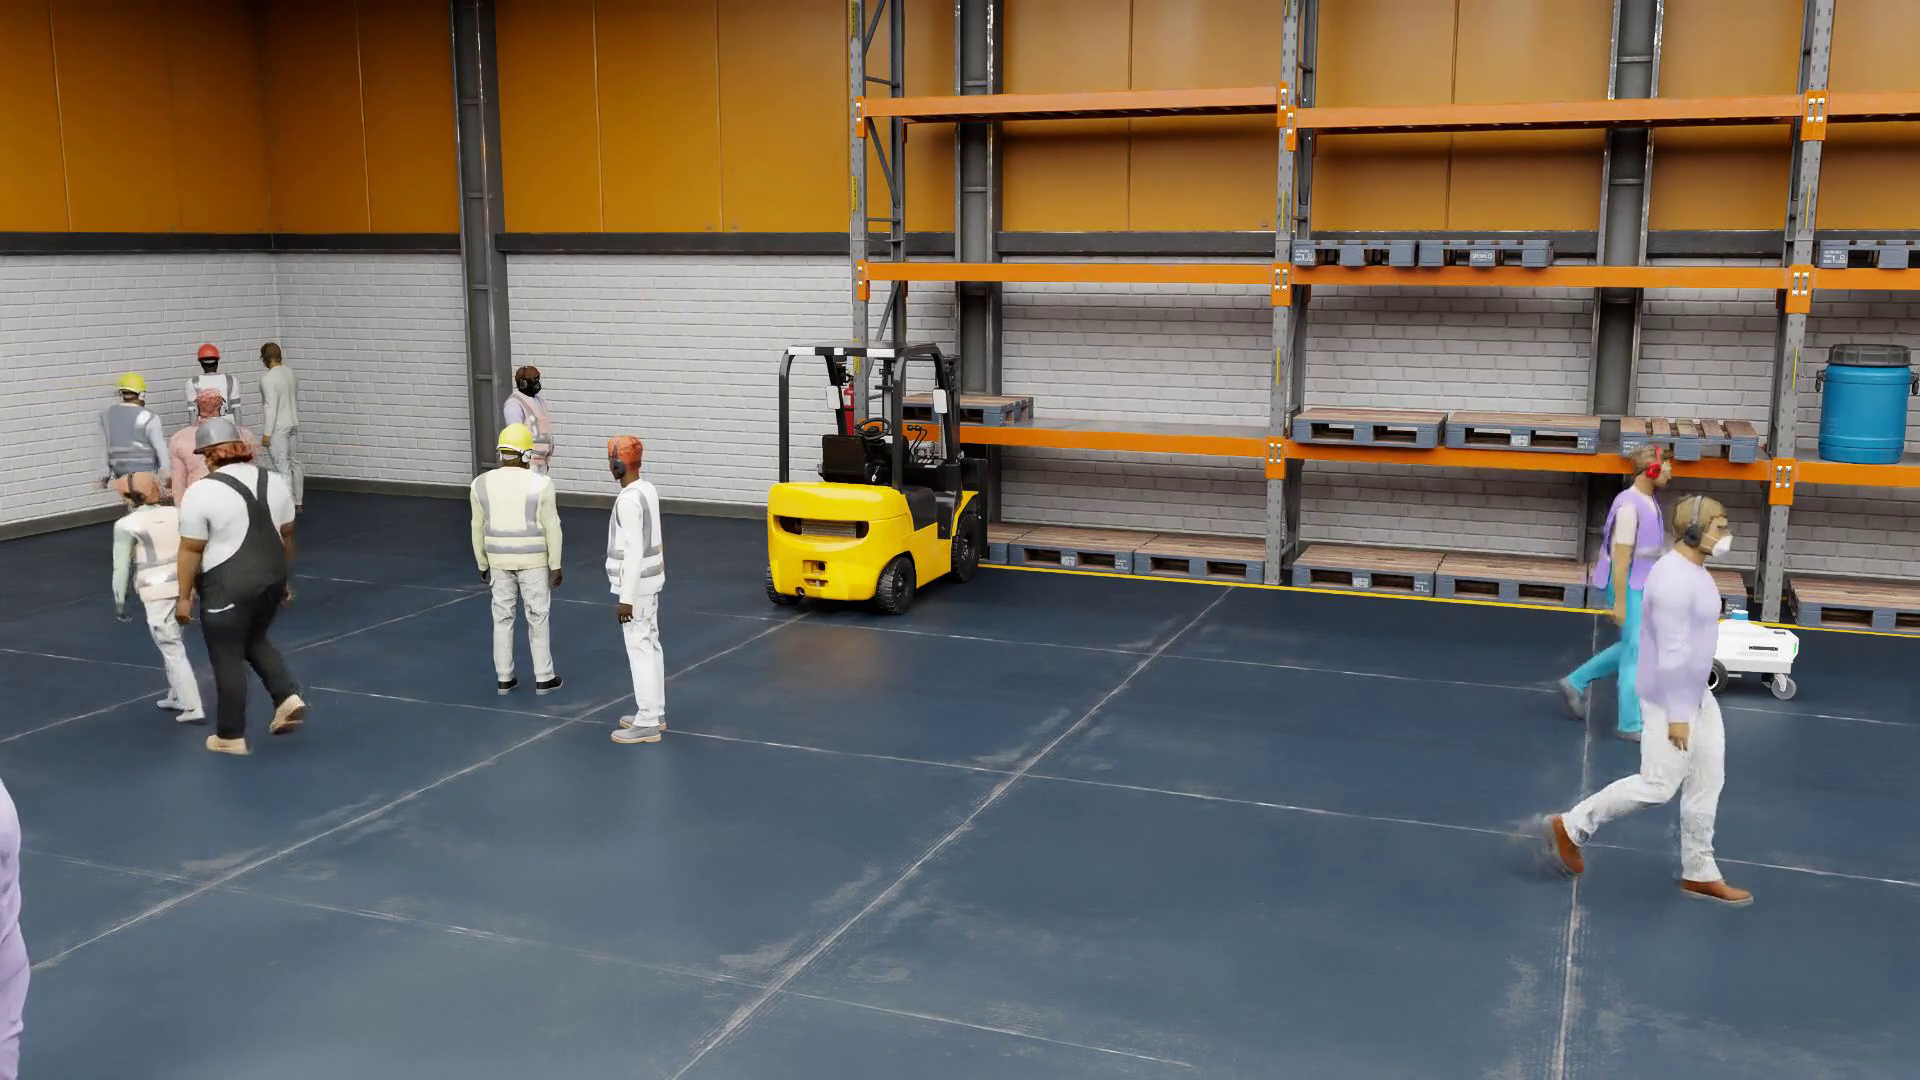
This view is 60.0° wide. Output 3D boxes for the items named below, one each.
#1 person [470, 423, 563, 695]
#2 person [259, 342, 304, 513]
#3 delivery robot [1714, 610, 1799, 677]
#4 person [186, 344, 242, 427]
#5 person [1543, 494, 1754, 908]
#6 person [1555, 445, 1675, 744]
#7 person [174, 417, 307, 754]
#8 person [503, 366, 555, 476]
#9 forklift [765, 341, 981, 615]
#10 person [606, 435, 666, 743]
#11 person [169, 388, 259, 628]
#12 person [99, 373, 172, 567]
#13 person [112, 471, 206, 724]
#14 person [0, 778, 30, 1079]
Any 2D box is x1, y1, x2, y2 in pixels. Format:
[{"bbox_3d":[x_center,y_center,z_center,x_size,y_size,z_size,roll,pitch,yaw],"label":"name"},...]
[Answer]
[{"bbox_3d":[-2.956,0.131,11.170,0.598,1.830,0.403,1,10,5],"label":"person"},{"bbox_3d":[-7.535,-1.222,18.428,0.370,1.934,0.627,1,10,6],"label":"person"},{"bbox_3d":[5.245,0.715,11.218,0.707,0.478,0.477,2,10,12],"label":"delivery robot"},{"bbox_3d":[-8.129,-1.172,18.167,0.542,1.927,0.380,-7,12,-33],"label":"person"},{"bbox_3d":[3.226,0.721,7.669,0.839,1.912,0.631,7,13,35],"label":"person"},{"bbox_3d":[4.048,0.314,10.214,0.683,1.813,0.675,7,12,34],"label":"person"},{"bbox_3d":[-4.321,0.250,9.928,0.584,2.000,0.744,5,11,24],"label":"person"},{"bbox_3d":[-4.166,-0.773,16.184,0.429,1.843,0.633,2,10,8],"label":"person"},{"bbox_3d":[-0.739,-0.602,14.246,1.214,2.155,2.313,4,11,21],"label":"forklift"},{"bbox_3d":[-1.973,0.293,10.123,0.337,1.882,0.584,0,10,1],"label":"person"},{"bbox_3d":[-5.783,-0.233,12.989,0.637,1.911,0.403,-4,11,-21],"label":"person"},{"bbox_3d":[-7.698,-0.675,15.706,0.628,1.809,0.715,2,10,11],"label":"person"},{"bbox_3d":[-5.036,0.364,10.492,0.668,1.602,0.531,5,11,25],"label":"person"},{"bbox_3d":[-2.823,1.270,4.650,0.400,1.903,0.651,-7,12,-35],"label":"person"}]
